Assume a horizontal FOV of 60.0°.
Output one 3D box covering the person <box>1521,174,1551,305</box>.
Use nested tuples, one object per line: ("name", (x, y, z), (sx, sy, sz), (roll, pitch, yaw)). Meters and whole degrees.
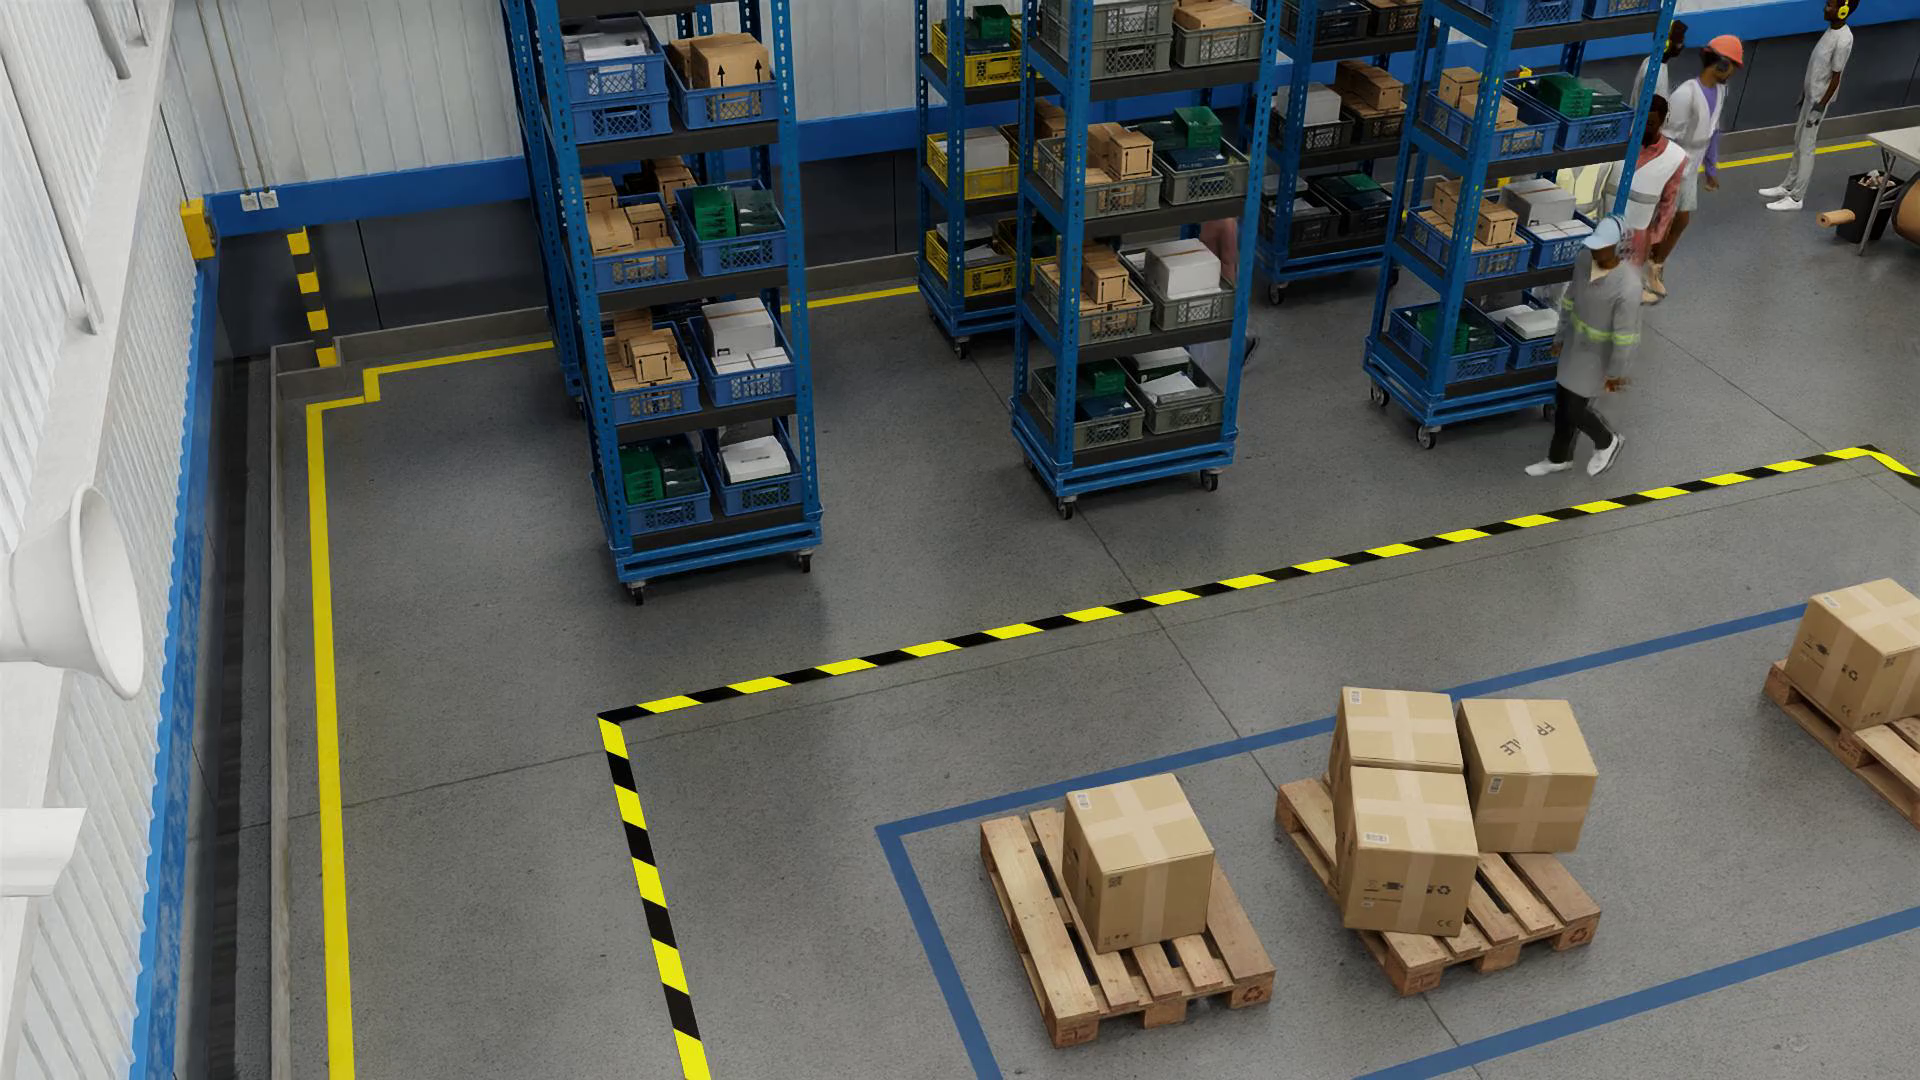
("person", (4.399, -2.538, 12.456), (0.498, 1.646, 1.058), (1, 35, 2))

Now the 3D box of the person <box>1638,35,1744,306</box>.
("person", (5.426, -2.777, 12.515), (0.697, 1.976, 0.426), (-22, 41, -28))

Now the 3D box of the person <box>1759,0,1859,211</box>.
("person", (7.108, -3.663, 13.859), (0.328, 1.873, 0.516), (8, 36, 10))

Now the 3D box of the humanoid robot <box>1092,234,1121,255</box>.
("humanoid robot", (0.918, -1.807, 11.431), (0.624, 1.634, 0.614), (-14, 38, -19))

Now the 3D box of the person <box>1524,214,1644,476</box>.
("person", (3.921, -1.180, 10.367), (0.507, 1.837, 0.599), (-9, 36, -12))

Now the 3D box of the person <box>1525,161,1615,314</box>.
("person", (4.278, -2.228, 11.850), (0.626, 1.844, 0.429), (5, 36, 7))

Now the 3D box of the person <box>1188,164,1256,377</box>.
("person", (1.754, -1.798, 11.316), (0.655, 1.746, 0.518), (-8, 36, -11))

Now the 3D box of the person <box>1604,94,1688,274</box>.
("person", (4.708, -2.232, 11.788), (0.587, 1.920, 0.391), (21, 40, 27))

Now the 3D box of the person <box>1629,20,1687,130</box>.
("person", (5.422, -3.202, 13.209), (0.324, 1.868, 0.522), (16, 38, 21))
